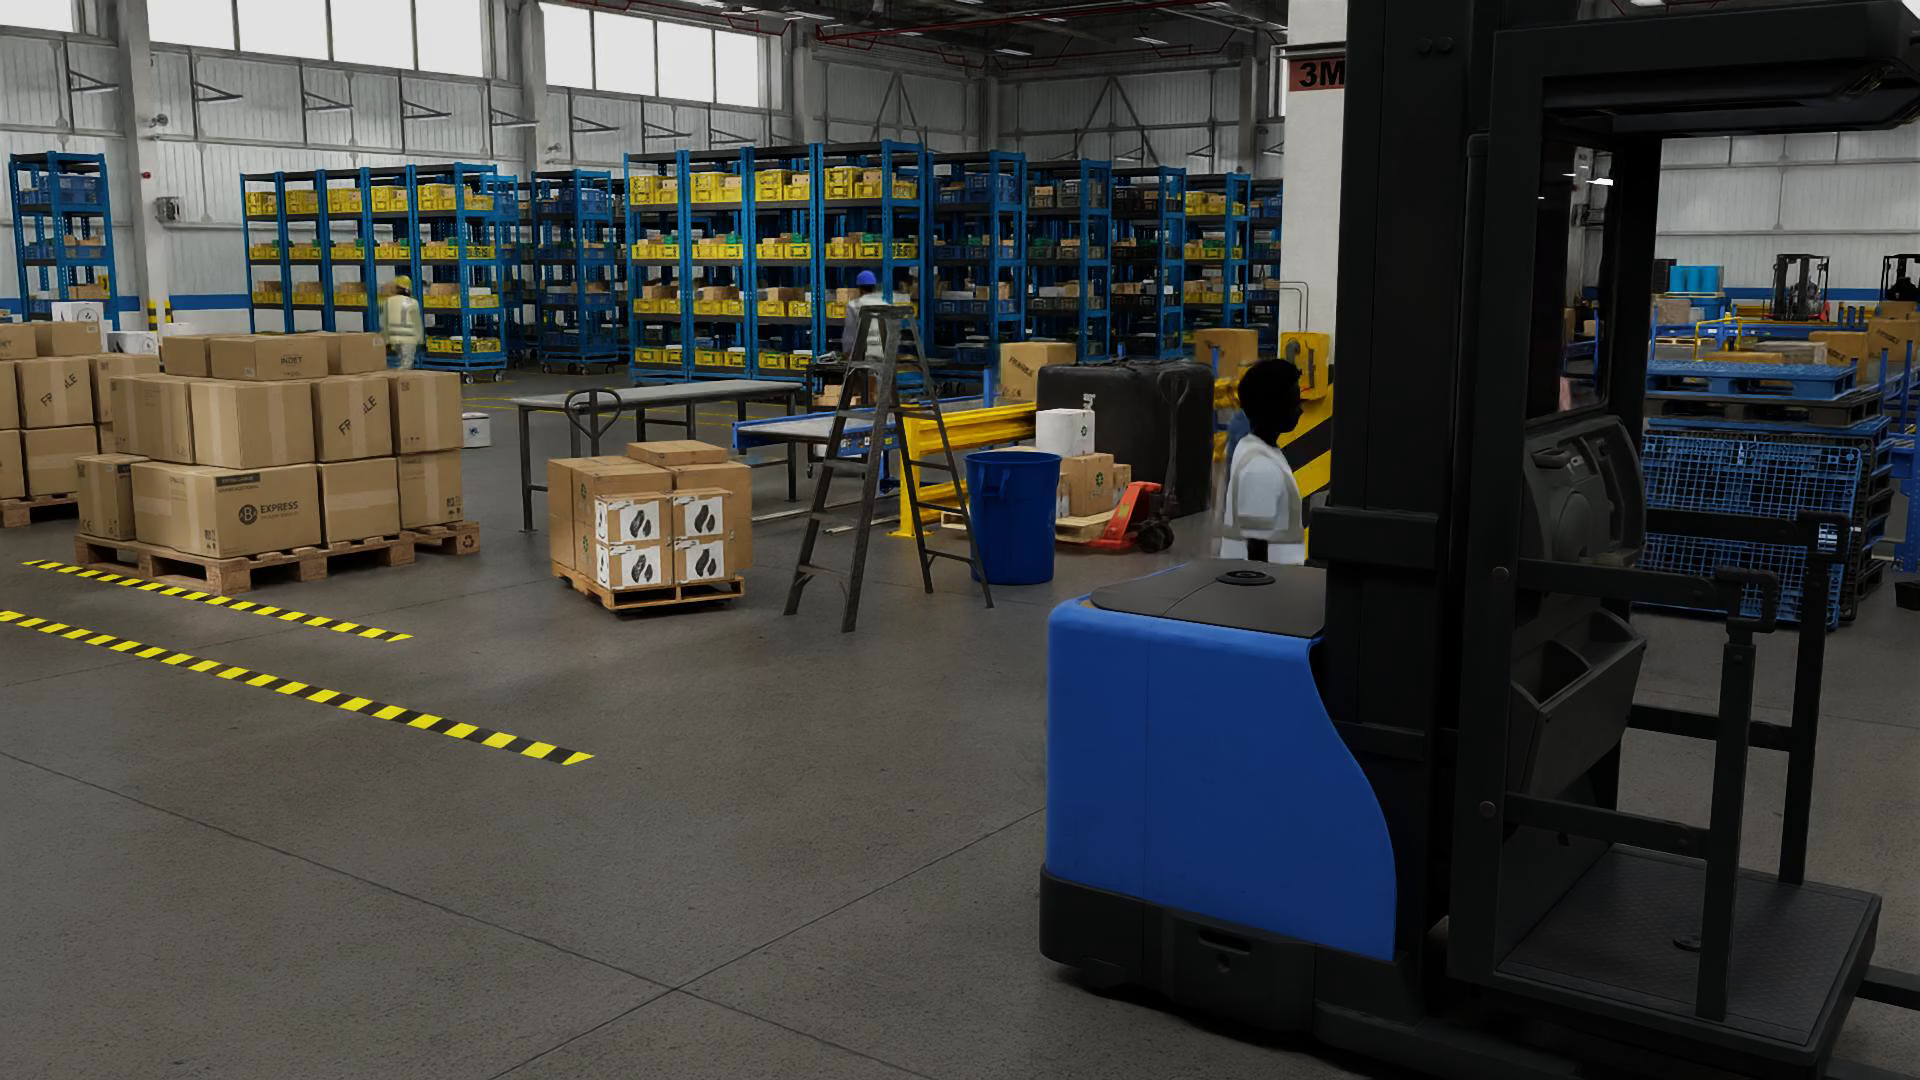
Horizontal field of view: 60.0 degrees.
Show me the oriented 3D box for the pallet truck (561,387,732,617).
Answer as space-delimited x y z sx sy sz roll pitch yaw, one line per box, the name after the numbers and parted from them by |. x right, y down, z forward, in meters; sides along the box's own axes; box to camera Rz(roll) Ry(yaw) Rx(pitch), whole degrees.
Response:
-1.981 -0.274 10.088 0.680 1.201 1.601 -5 11 -28 | pallet truck

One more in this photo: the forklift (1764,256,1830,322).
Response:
20.253 -5.854 40.139 1.157 1.987 2.680 7 12 35 | forklift

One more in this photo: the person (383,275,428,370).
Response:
-7.856 -2.844 23.648 0.590 1.813 0.547 5 11 27 | person

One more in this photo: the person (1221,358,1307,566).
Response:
1.045 0.169 6.083 0.577 1.675 0.537 1 10 8 | person

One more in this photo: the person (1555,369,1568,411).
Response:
3.142 -0.428 9.473 0.550 1.736 0.433 0 10 -2 | person

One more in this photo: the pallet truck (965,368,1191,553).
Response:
0.845 -0.609 11.869 1.630 1.274 0.653 7 12 35 | pallet truck

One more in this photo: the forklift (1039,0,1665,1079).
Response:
1.249 -0.137 4.360 1.873 2.768 1.129 7 12 35 | forklift

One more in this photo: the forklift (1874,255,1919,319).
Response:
22.089 -5.634 38.796 1.157 1.987 2.680 6 11 33 | forklift

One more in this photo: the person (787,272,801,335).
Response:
-3.236 -4.409 32.922 0.585 1.820 0.710 8 12 38 | person

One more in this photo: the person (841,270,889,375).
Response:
-1.063 -2.262 19.891 0.600 1.922 0.816 -8 12 -39 | person
